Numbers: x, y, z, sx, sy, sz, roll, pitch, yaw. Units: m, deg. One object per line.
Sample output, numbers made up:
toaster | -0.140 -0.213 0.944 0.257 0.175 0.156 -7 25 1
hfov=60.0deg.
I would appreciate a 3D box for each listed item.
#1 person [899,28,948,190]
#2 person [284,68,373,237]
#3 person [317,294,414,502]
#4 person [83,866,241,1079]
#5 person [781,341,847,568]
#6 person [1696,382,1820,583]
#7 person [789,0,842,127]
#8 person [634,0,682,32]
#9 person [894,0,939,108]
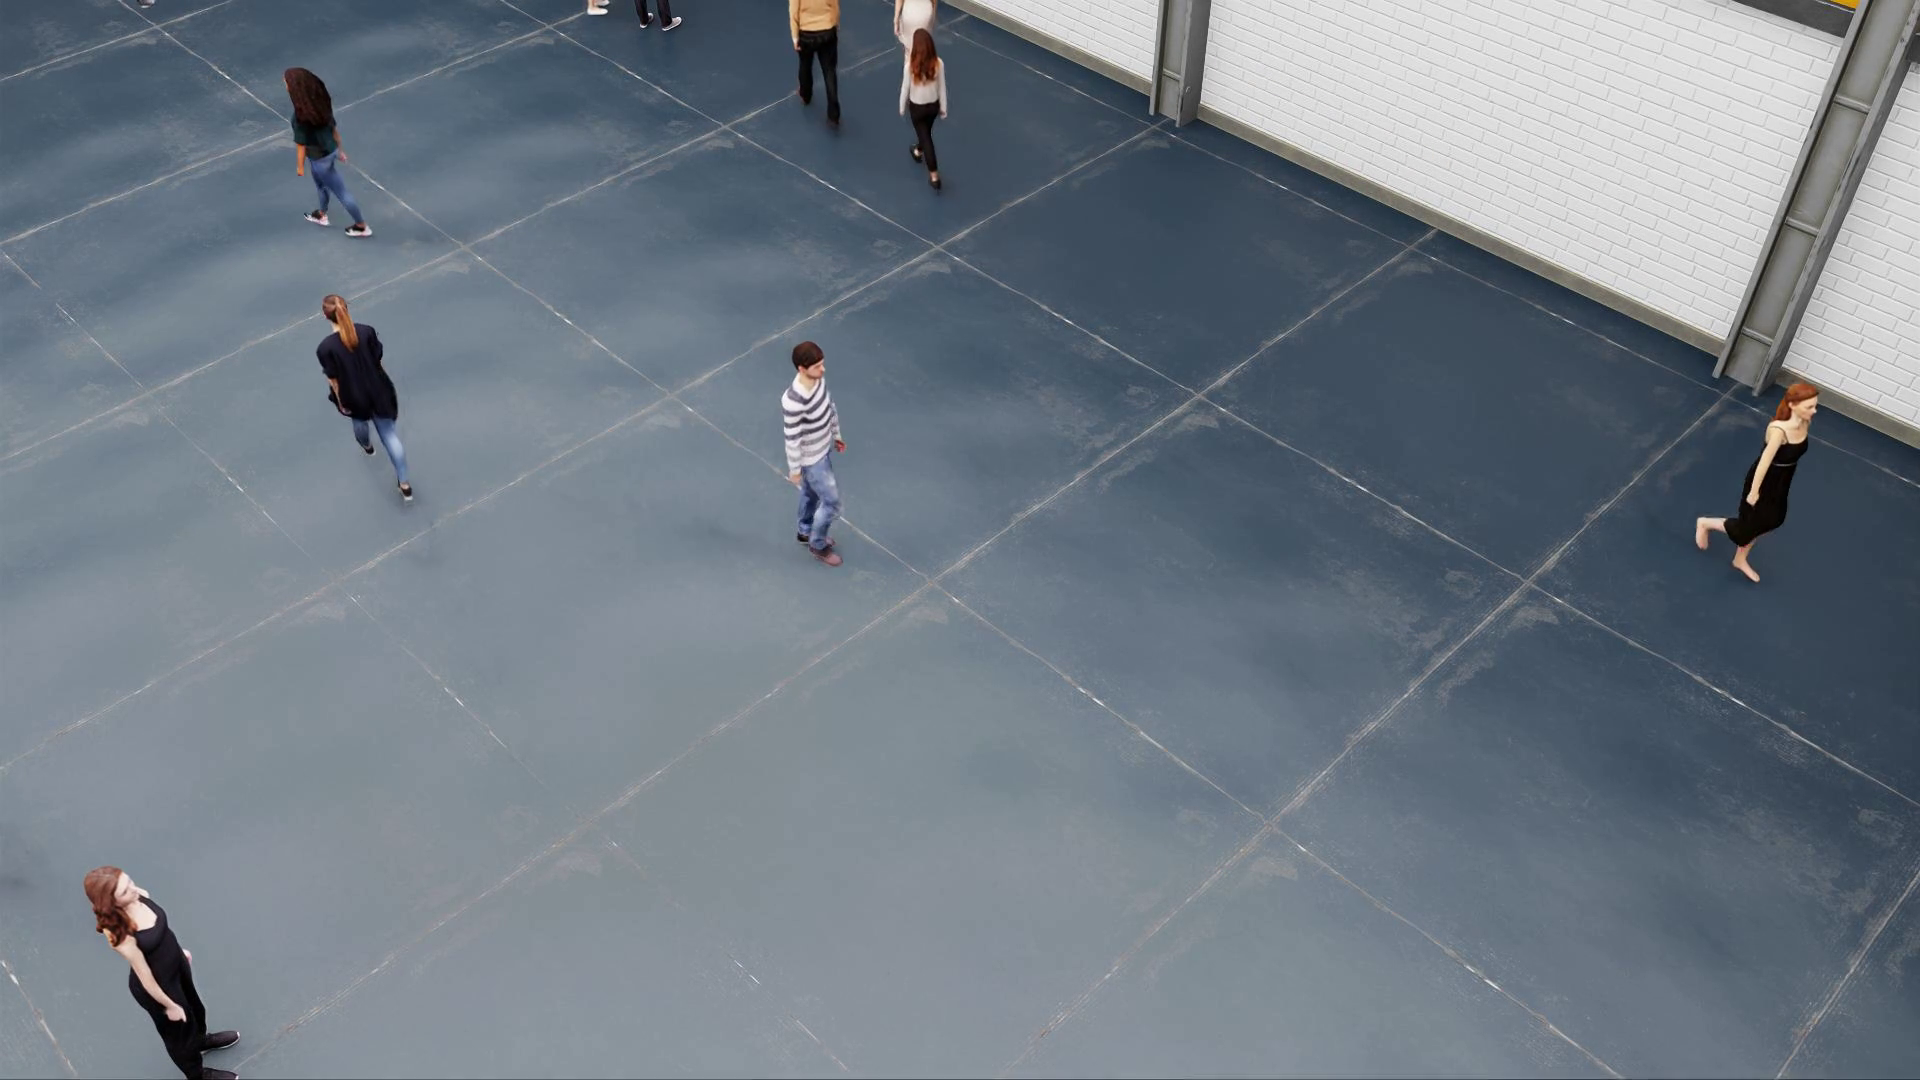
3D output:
person | -0.300 -3.898 15.193 0.838 1.442 1.071 -14 45 -14
person | -5.476 -3.333 14.492 1.013 1.590 0.884 7 44 7
person | -4.255 -1.000 12.013 0.793 1.630 1.195 -24 49 -23
person | -4.120 2.232 8.537 0.727 1.747 0.630 -8 44 -9
person | -1.106 -0.634 11.478 0.828 1.838 0.787 11 45 11
person | 5.487 -0.443 11.440 0.672 1.616 0.830 -23 48 -23
person | -1.348 -4.798 15.934 1.044 1.722 1.257 -12 45 -12
person | -3.281 -6.249 17.363 0.646 1.852 0.809 13 45 14
person | -0.394 -4.938 16.093 0.844 1.705 0.913 -6 44 -7
